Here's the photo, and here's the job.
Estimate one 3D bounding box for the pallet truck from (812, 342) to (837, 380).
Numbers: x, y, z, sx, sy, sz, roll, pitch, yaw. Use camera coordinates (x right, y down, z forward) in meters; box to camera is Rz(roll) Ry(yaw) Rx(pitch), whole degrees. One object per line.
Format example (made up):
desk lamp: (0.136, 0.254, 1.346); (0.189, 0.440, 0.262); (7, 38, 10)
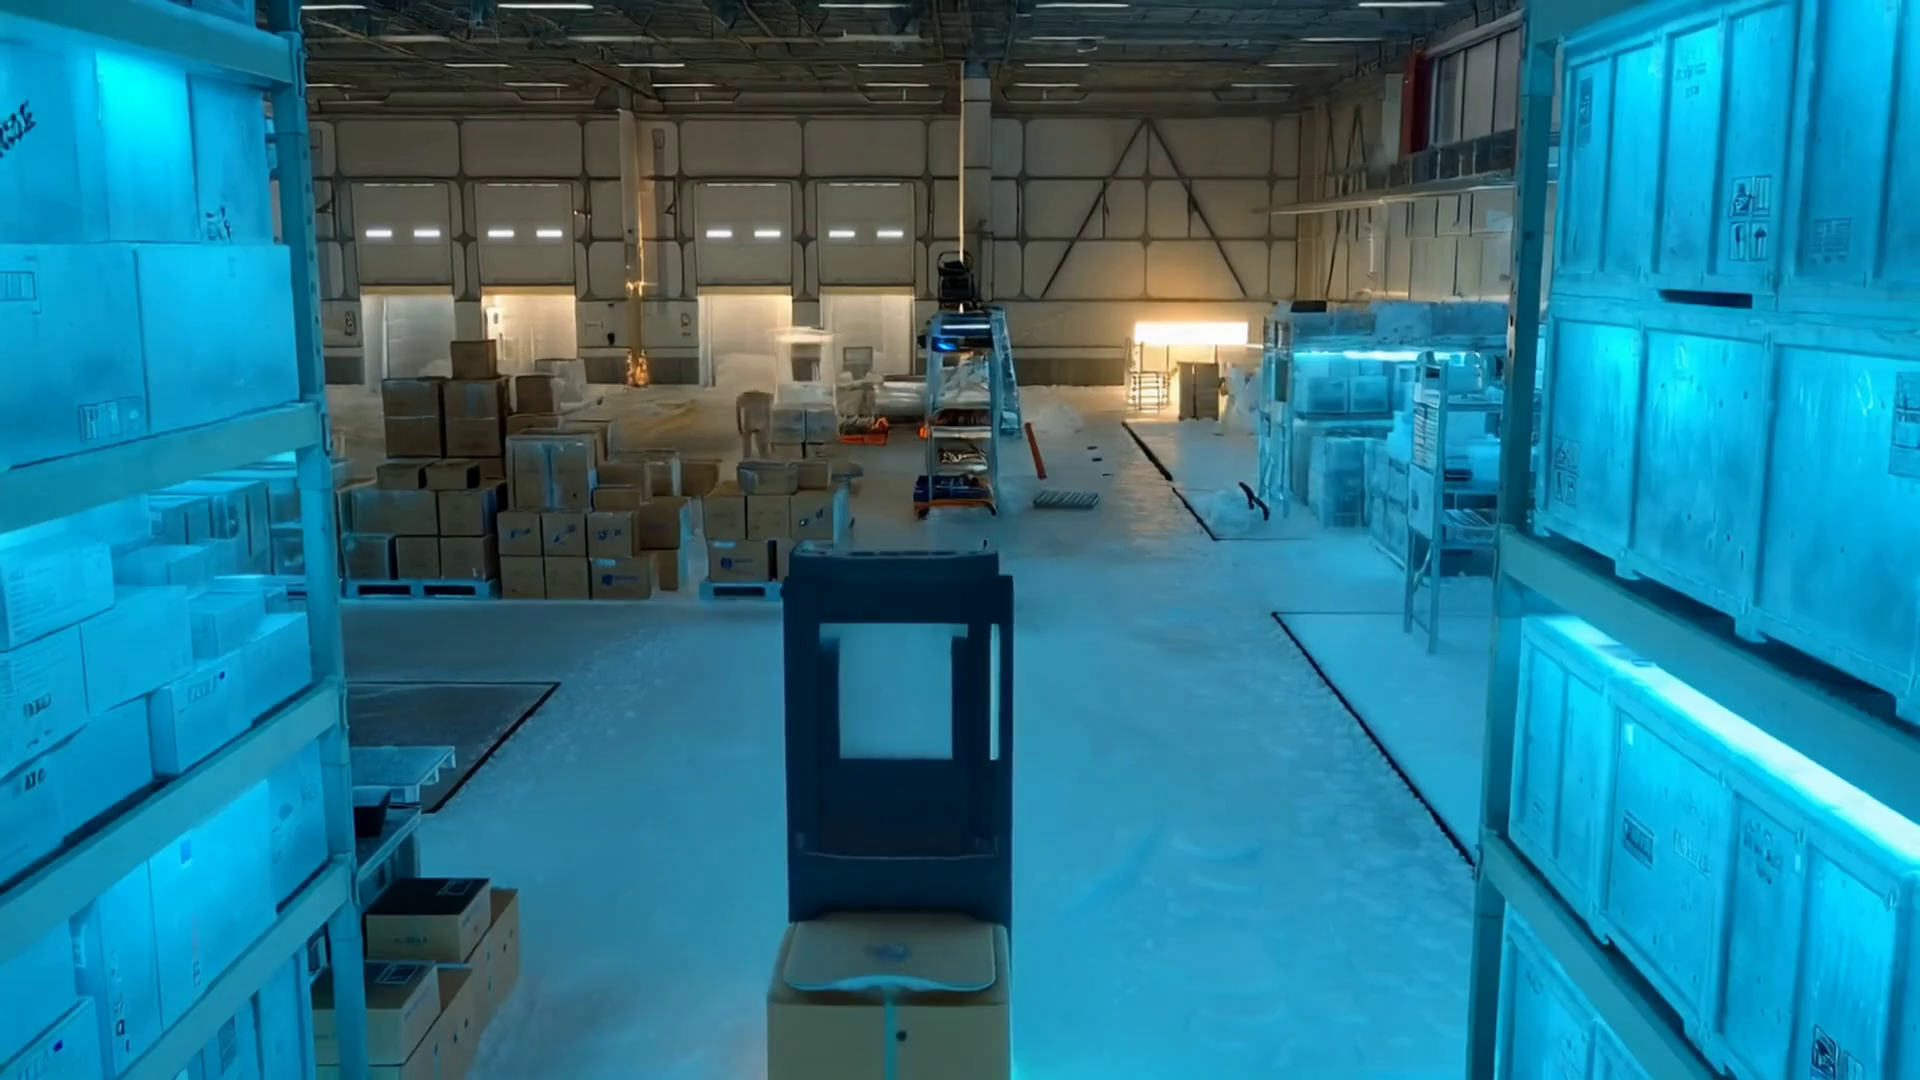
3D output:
pallet truck: (-3.021, -4.312, 43.126); (1.885, 1.965, 0.823); (3, 10, 17)

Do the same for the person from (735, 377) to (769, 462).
person: (-3.735, -1.996, 30.058); (0.630, 1.908, 0.987); (-4, 11, -22)

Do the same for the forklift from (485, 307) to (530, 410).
forklift: (-10.754, -4.150, 39.646); (1.129, 2.768, 1.873); (0, 10, 1)

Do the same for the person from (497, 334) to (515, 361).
person: (-12.381, -4.657, 45.352); (0.561, 1.925, 0.442); (4, 11, 23)

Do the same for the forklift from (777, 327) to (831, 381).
forklift: (-2.708, -2.321, 29.091); (1.129, 2.768, 1.873); (-1, 10, -6)

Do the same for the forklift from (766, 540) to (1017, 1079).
forklift: (-0.292, 1.390, 7.683); (1.129, 2.768, 1.873); (0, 10, 1)

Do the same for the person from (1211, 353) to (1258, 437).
person: (6.193, -3.229, 37.242); (1.017, 1.889, 0.673); (3, 10, 14)
